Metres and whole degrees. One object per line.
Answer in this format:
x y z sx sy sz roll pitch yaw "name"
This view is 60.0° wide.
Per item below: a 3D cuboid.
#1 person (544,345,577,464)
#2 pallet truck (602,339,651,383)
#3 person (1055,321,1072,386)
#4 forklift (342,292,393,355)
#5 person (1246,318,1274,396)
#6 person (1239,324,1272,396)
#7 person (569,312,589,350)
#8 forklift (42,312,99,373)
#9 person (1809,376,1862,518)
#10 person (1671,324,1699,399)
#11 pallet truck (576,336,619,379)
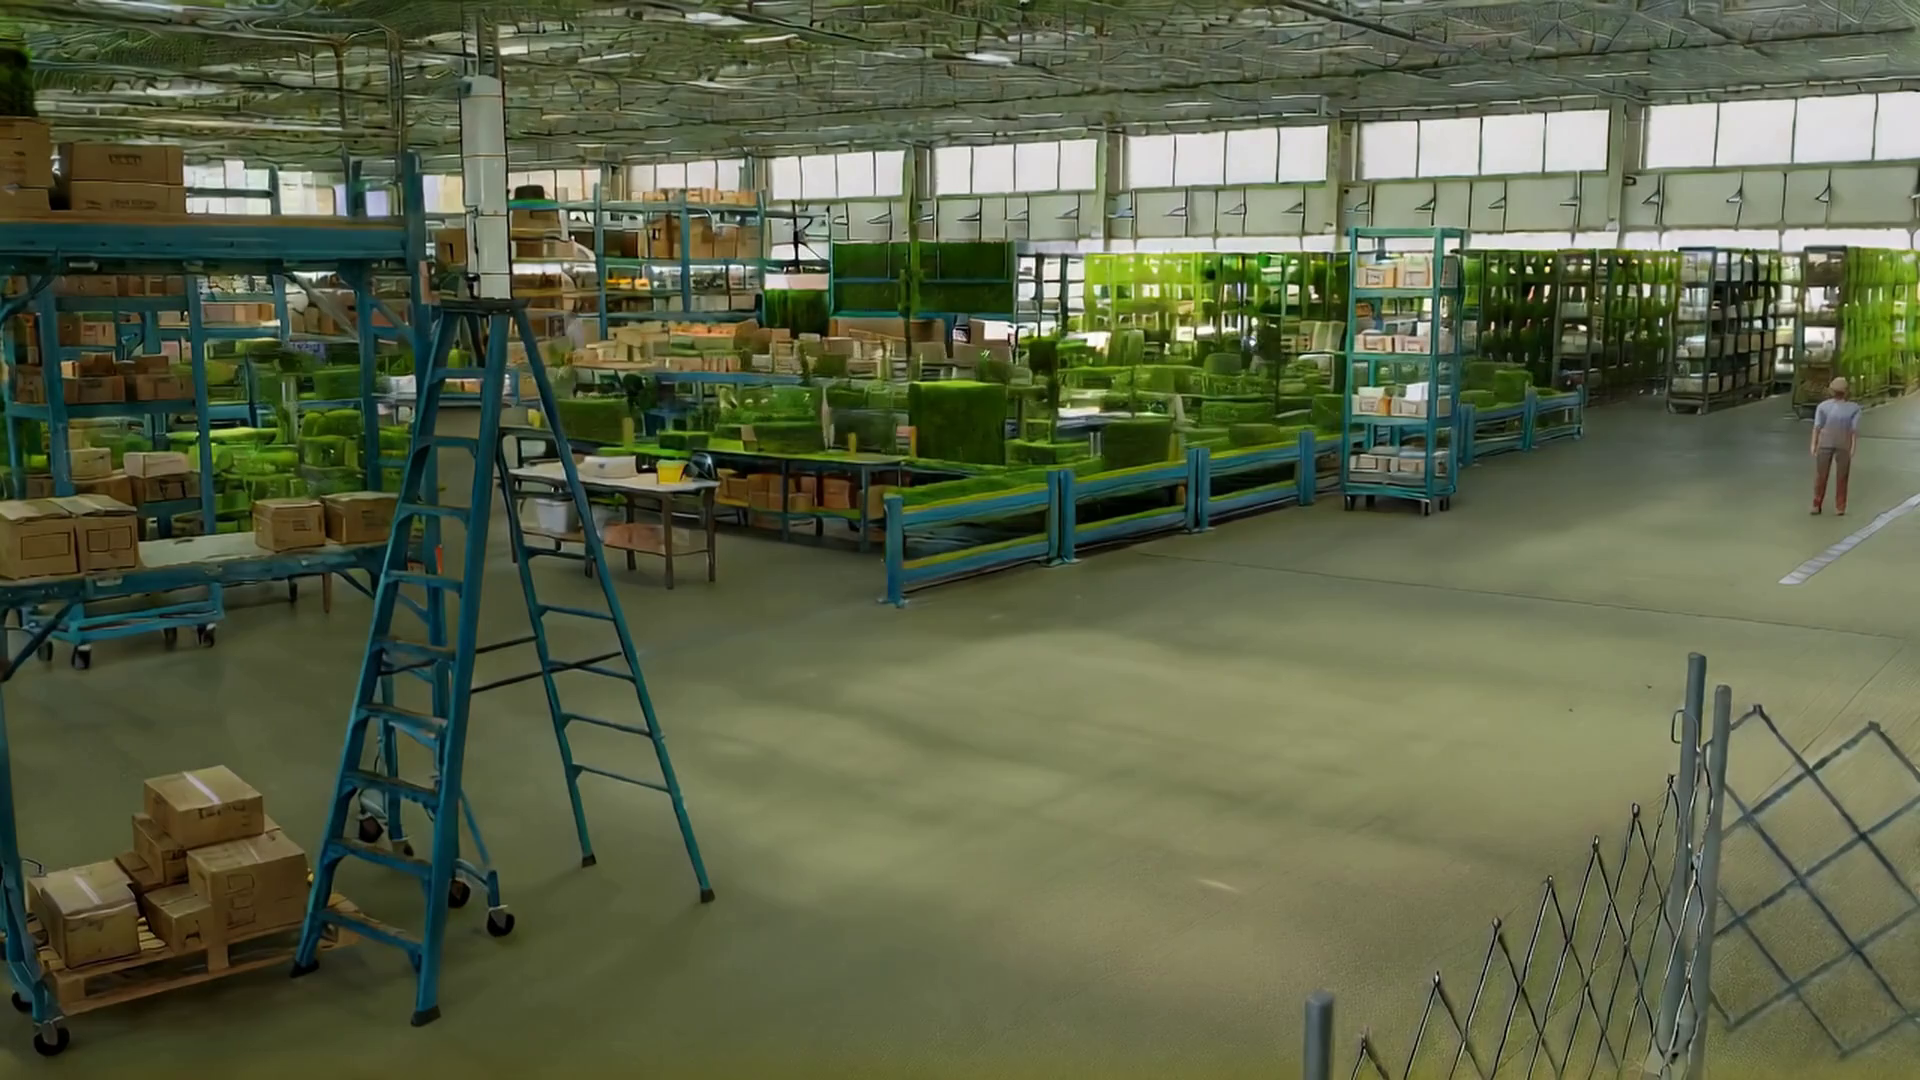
-6.360 -2.136 26.428 0.542 1.904 0.560 2 9 14 "person"
-8.991 -4.871 45.351 0.653 1.274 1.630 7 11 37 "pallet truck"
2.606 -4.688 42.595 0.720 1.811 0.601 4 10 25 "person"
-16.485 -5.622 45.120 1.129 2.768 1.873 7 11 37 "forklift"
7.215 -4.314 39.816 0.624 1.983 0.909 -9 13 -44 "person"
7.353 -4.400 40.852 0.927 1.797 0.599 6 11 34 "person"
-11.647 -6.056 51.026 0.997 1.856 0.647 -8 12 -40 "person"
-23.779 -5.451 44.052 1.873 2.768 1.129 7 11 36 "forklift"
10.926 -1.165 20.768 0.525 1.769 0.308 6 11 35 "person"
17.345 -4.282 39.694 0.645 1.936 1.047 8 12 40 "person"
-10.690 -5.294 48.215 1.601 1.201 0.680 -5 10 -26 "pallet truck"
